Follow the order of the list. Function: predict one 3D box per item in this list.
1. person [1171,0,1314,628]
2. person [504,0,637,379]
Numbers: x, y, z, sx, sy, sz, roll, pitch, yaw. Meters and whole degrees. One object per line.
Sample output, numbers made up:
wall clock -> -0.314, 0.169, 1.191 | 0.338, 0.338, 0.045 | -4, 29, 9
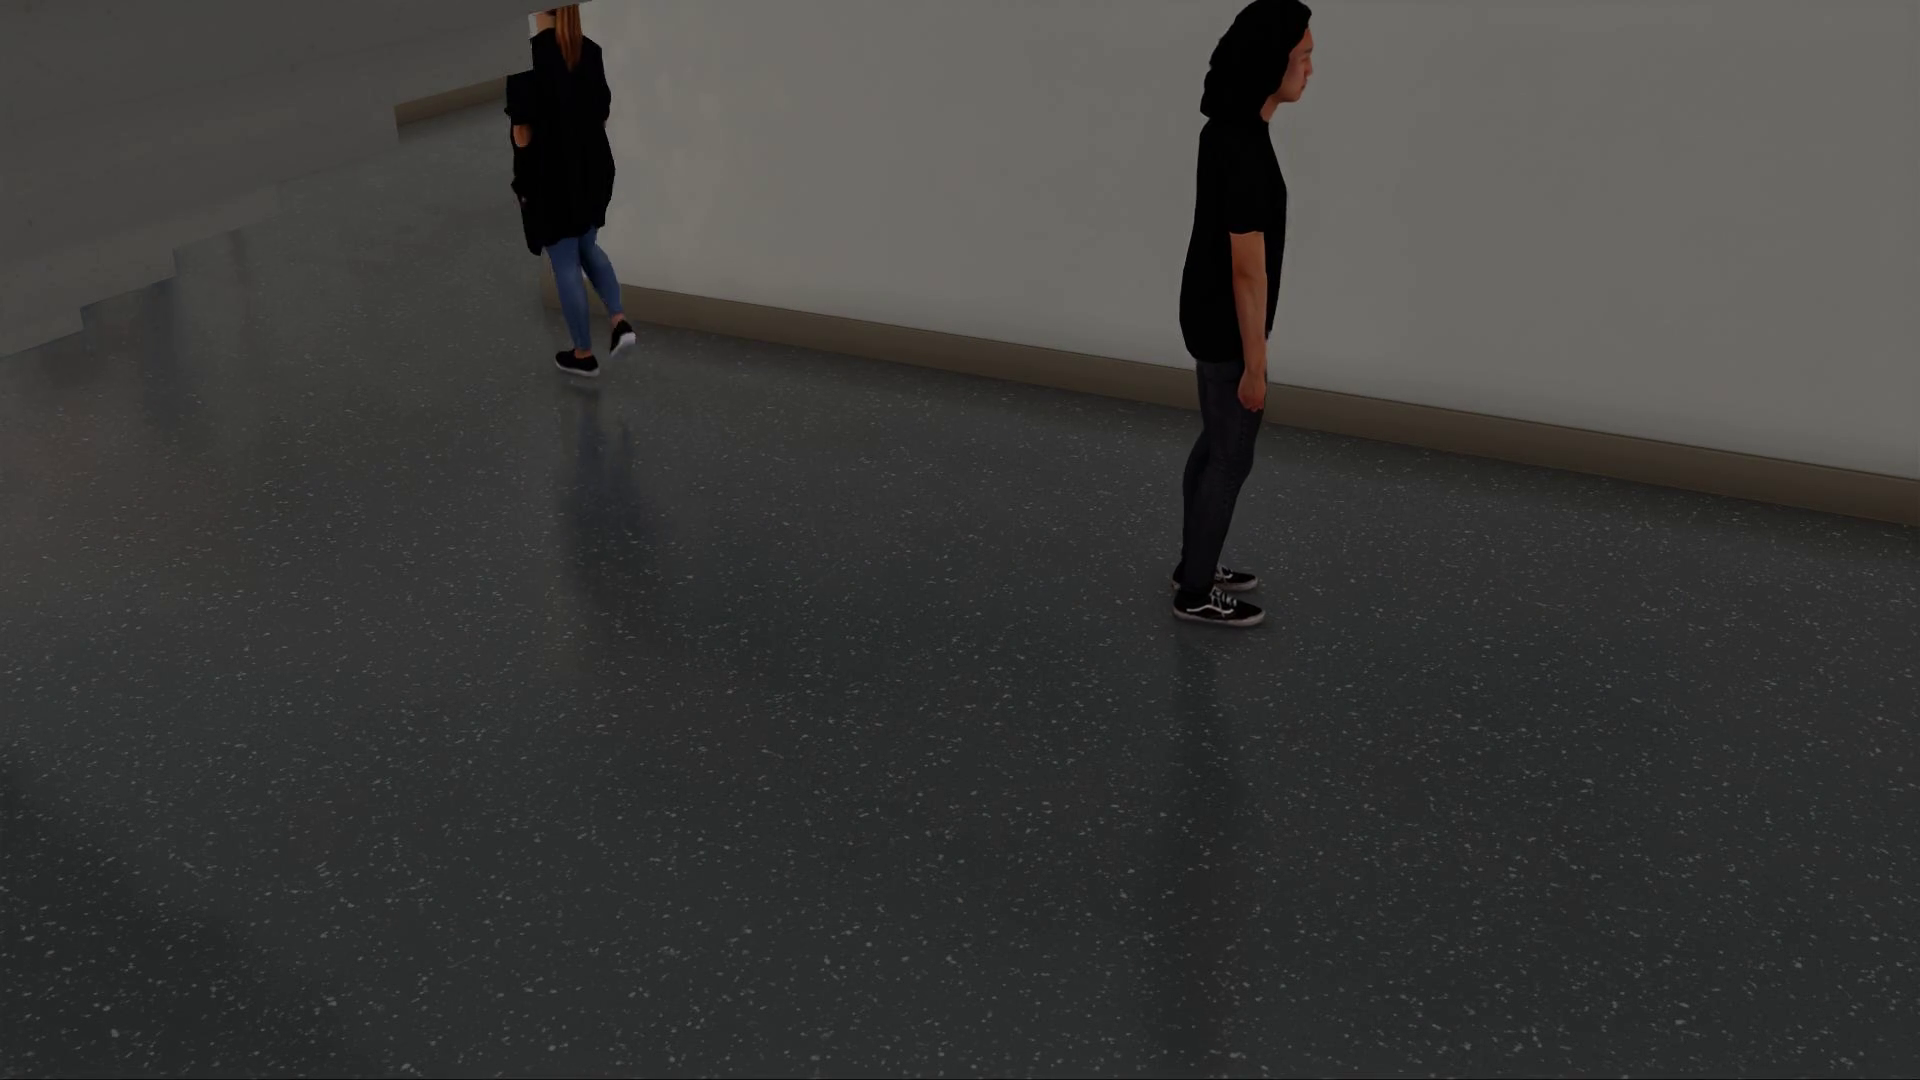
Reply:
person -> 0.756, -0.620, 4.754 | 0.703, 1.825, 0.715 | -1, 26, -2
person -> -1.506, -1.429, 6.616 | 0.810, 1.677, 0.718 | 21, 33, 36
